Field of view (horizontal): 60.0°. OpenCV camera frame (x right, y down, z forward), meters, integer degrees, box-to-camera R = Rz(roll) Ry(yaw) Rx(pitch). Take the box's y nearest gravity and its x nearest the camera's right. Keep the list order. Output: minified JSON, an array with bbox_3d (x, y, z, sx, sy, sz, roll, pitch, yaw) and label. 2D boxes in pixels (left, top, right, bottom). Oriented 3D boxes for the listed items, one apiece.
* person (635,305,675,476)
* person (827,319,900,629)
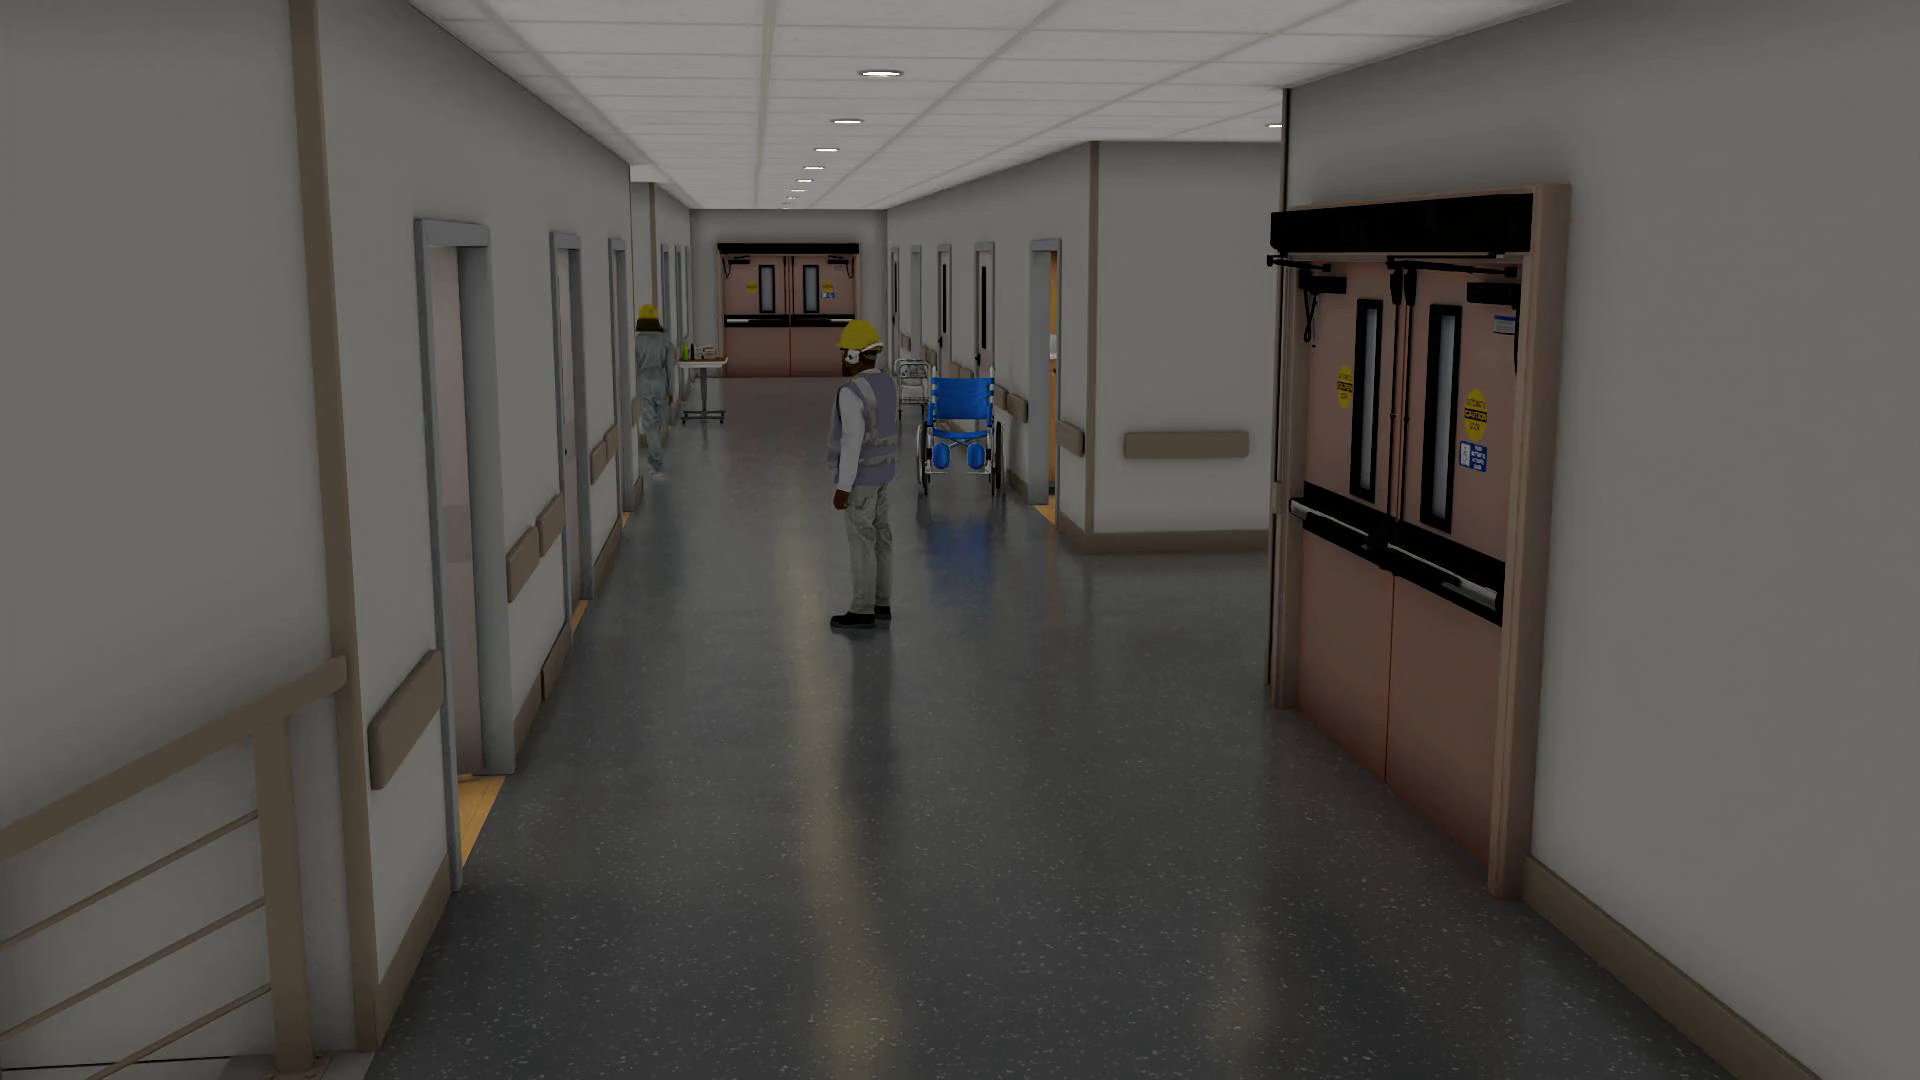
[{"bbox_3d":[-3.172,-1.515,16.815,0.507,1.702,0.864,-6,11,-31],"label":"person"},{"bbox_3d":[-0.587,-0.388,9.896,0.403,1.834,0.588,4,11,23],"label":"person"}]
